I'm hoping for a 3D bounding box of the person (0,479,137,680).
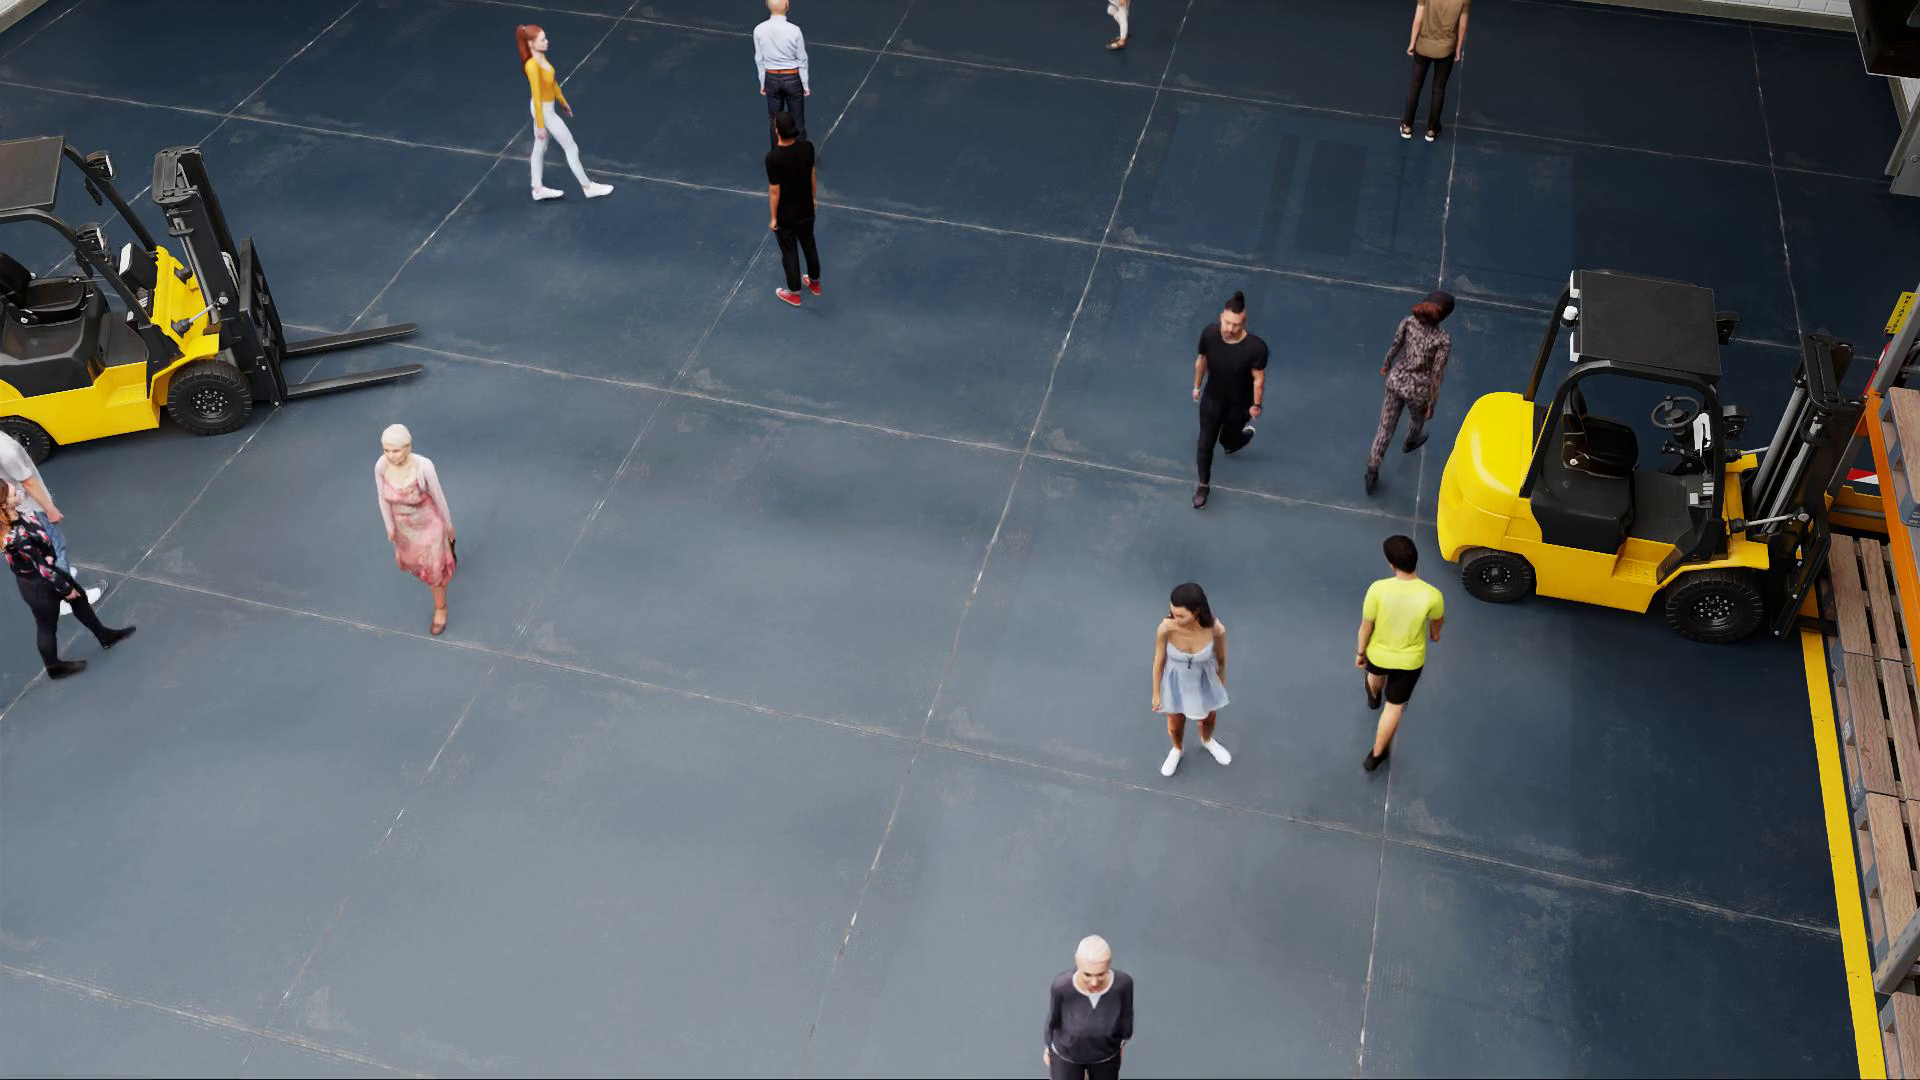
[{"bbox_3d":[-6.055,0.292,10.777,0.956,1.661,0.876,-25,49,-24],"label":"person"}]

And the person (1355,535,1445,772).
[{"bbox_3d":[2.691,0.748,10.304,0.717,1.653,1.074,15,46,15],"label":"person"}]

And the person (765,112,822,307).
[{"bbox_3d":[-1.396,-2.777,13.929,0.666,1.757,0.772,-31,52,-29],"label":"person"}]

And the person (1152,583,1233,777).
[{"bbox_3d":[1.427,0.840,10.179,0.802,1.693,0.731,-9,44,-9],"label":"person"}]

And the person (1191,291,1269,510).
[{"bbox_3d":[1.971,-1.094,12.101,0.858,1.841,1.083,23,48,22],"label":"person"}]

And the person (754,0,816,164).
[{"bbox_3d":[-1.632,-4.233,15.434,0.678,1.789,0.629,3,44,3],"label":"person"}]

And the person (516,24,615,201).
[{"bbox_3d":[-3.842,-3.831,15.063,0.920,1.718,1.012,-8,44,-9],"label":"person"}]

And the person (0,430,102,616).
[{"bbox_3d":[-6.360,-0.298,11.237,0.741,1.881,0.679,16,46,16],"label":"person"}]

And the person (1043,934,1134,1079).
[{"bbox_3d":[0.631,2.487,8.436,0.757,1.712,0.911,-1,44,-1],"label":"person"}]

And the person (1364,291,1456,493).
[{"bbox_3d":[3.258,-1.050,12.176,1.006,1.675,1.179,29,51,27],"label":"person"}]

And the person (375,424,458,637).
[{"bbox_3d":[-3.643,-0.156,11.237,0.682,1.674,0.957,3,44,3],"label":"person"}]

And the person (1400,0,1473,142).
[{"bbox_3d":[4.544,-4.712,15.892,0.657,1.852,0.545,12,45,12],"label":"person"}]
